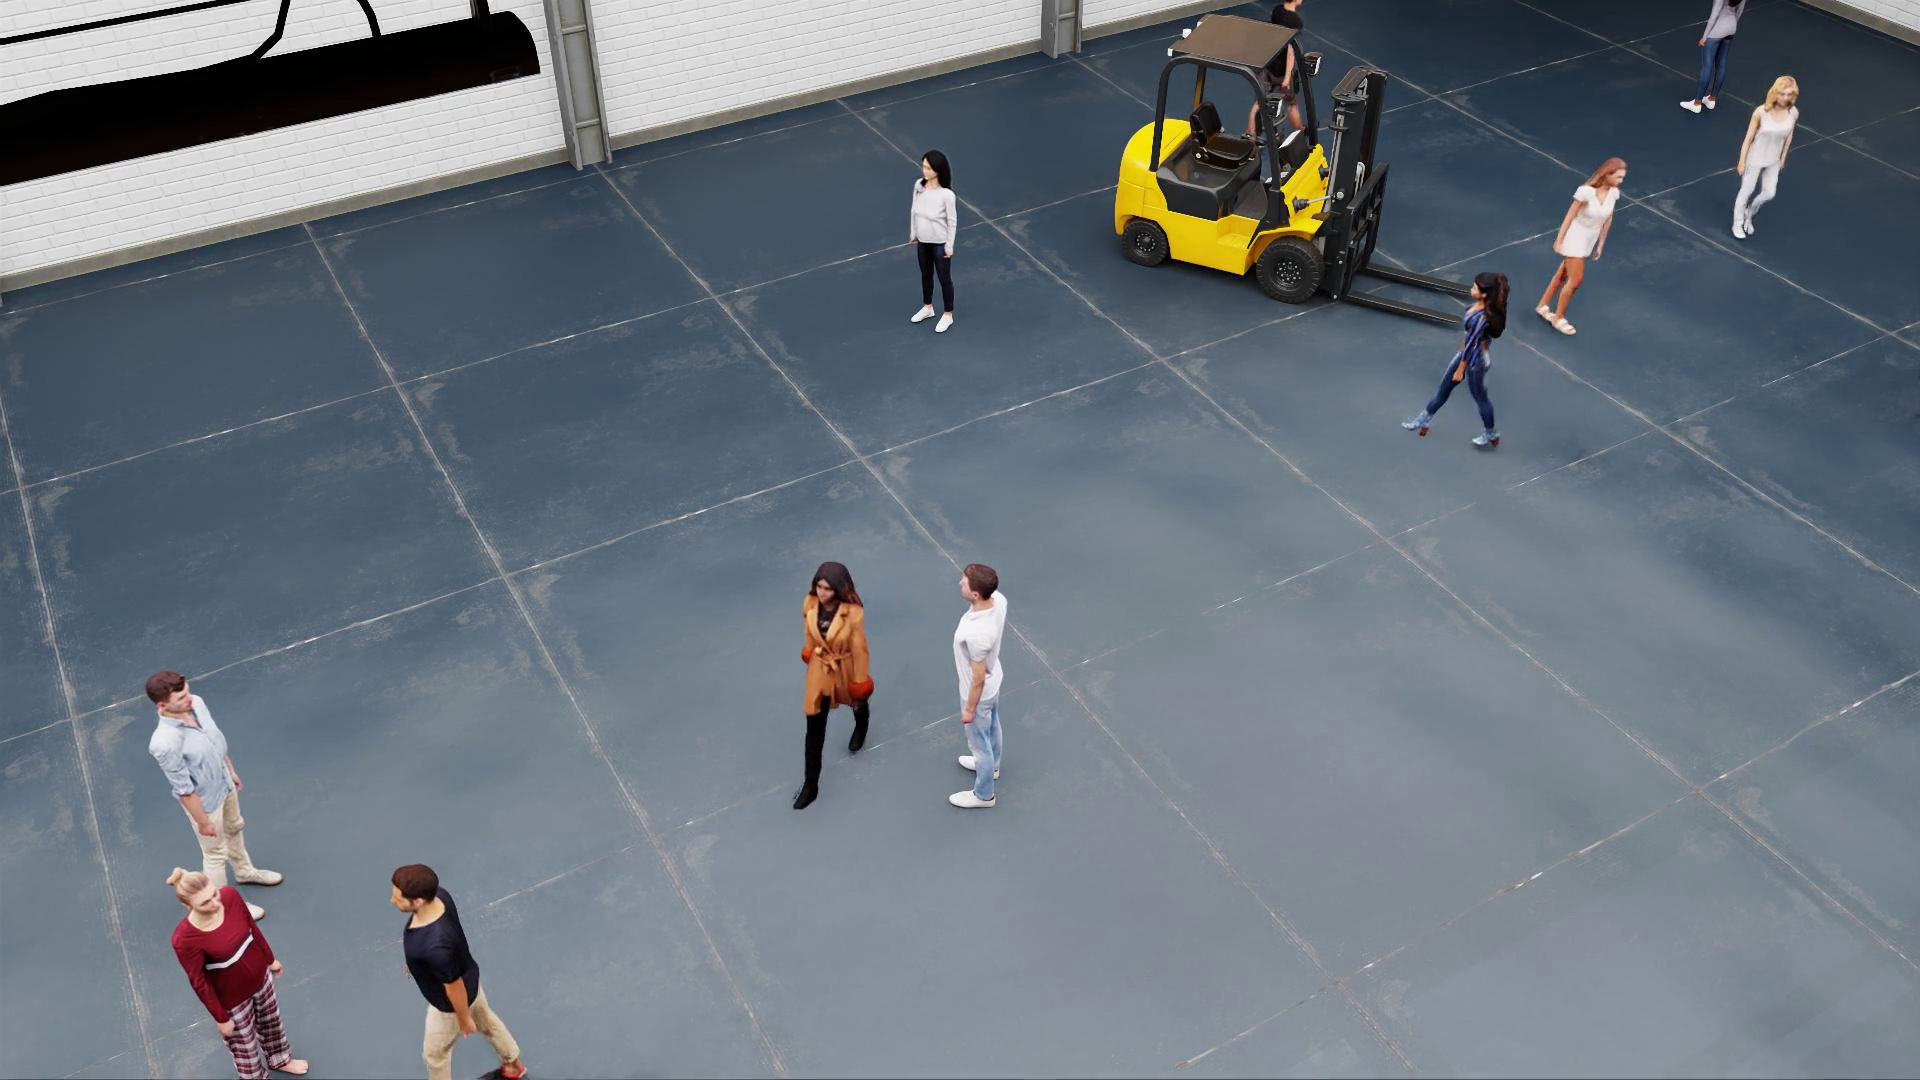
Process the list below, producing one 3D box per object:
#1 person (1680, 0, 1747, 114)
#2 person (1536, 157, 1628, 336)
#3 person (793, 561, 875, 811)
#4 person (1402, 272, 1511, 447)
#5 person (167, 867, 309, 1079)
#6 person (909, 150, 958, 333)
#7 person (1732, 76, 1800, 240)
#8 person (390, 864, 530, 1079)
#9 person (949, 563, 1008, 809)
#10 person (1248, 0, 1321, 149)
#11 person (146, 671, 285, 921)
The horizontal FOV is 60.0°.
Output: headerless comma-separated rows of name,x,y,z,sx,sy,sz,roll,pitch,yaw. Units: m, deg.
person,8.415,-5.595,18.380,0.496,1.737,0.683,-16,41,-19
person,5.455,-2.675,14.788,0.742,1.658,0.692,-9,39,-11
person,-0.722,0.808,10.429,1.131,1.654,1.273,15,41,18
person,4.158,-1.388,13.243,1.095,1.576,1.027,9,39,11
person,-3.713,2.284,8.548,0.737,1.696,0.660,12,40,14
person,-0.220,-2.658,14.733,0.693,1.700,0.675,25,45,28
person,7.764,-3.741,16.122,0.695,1.659,0.788,2,39,2
person,-2.500,2.263,8.468,1.009,1.829,0.803,-9,39,-11
person,0.135,0.885,10.176,0.765,1.851,0.713,8,39,10
person,3.278,-4.952,17.514,1.108,1.814,0.640,-20,43,-23
person,-4.308,1.430,9.496,0.721,1.848,0.718,0,39,0
